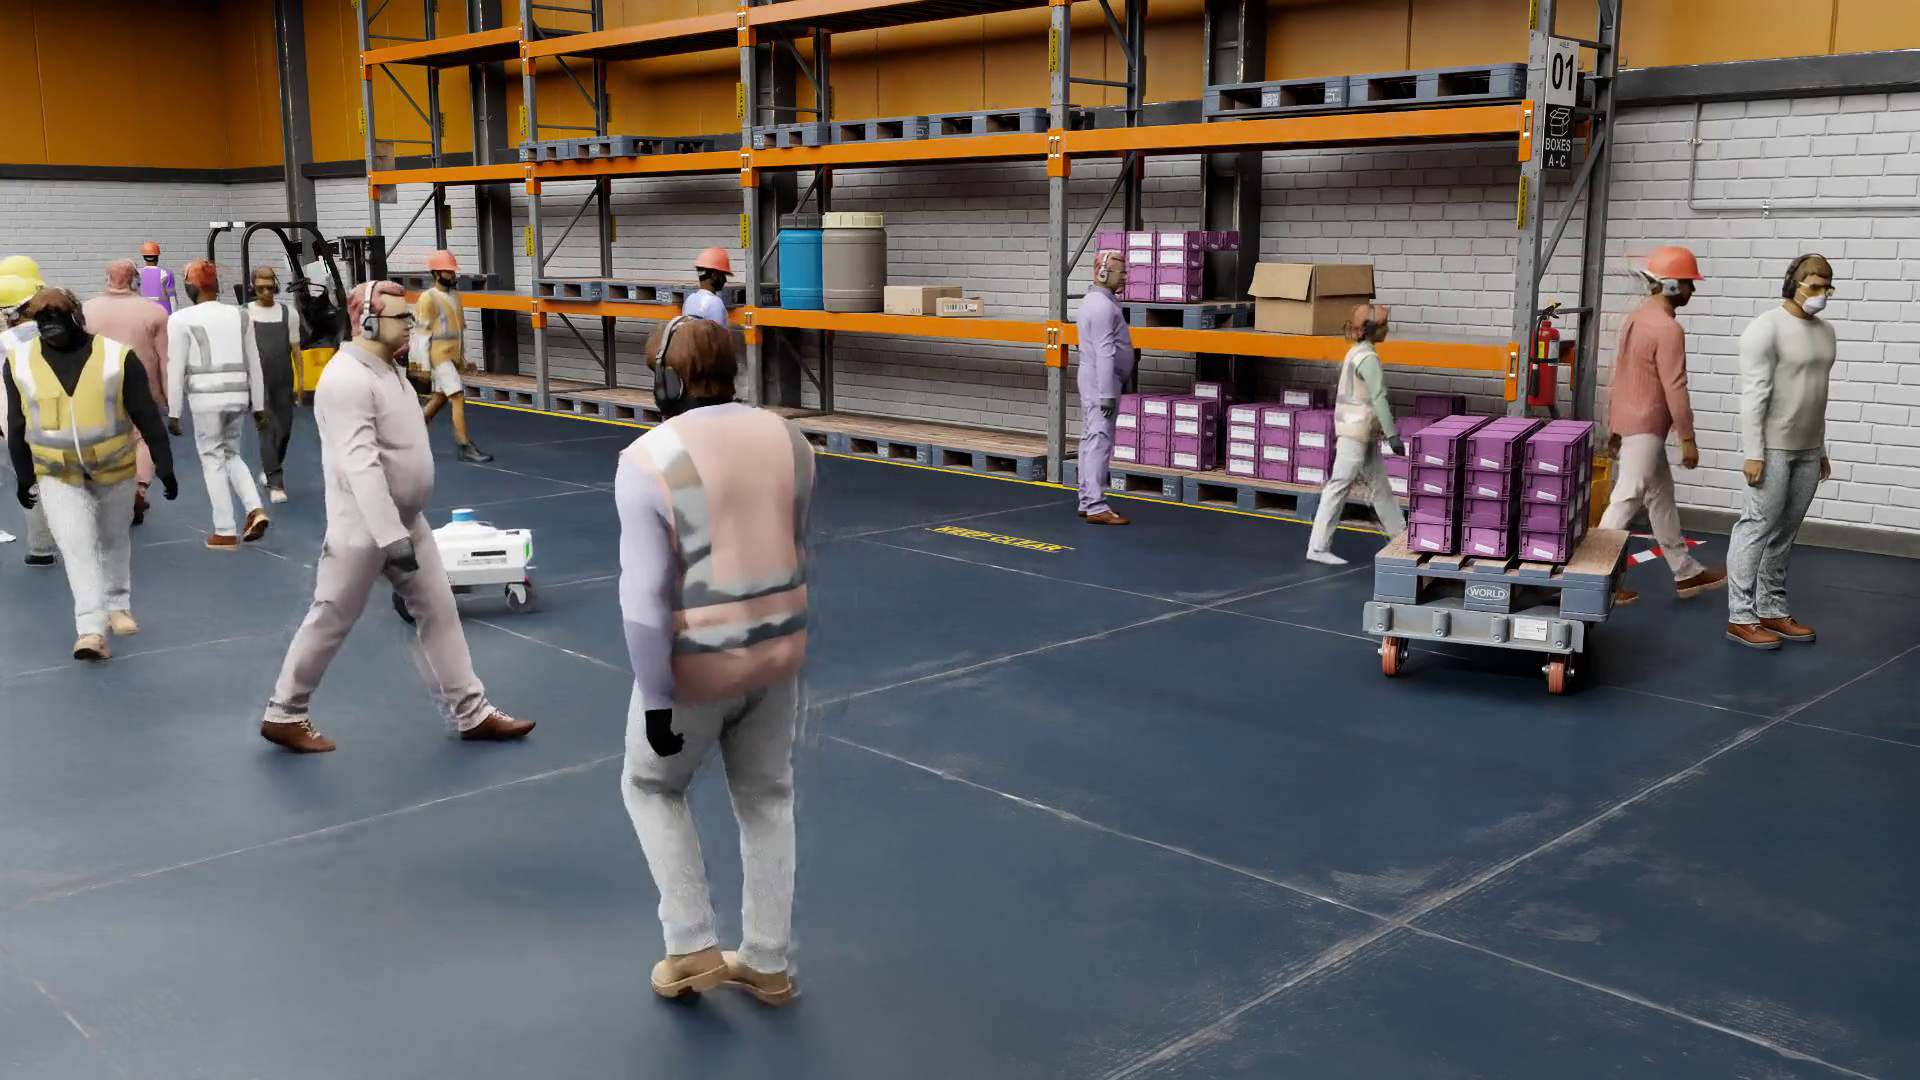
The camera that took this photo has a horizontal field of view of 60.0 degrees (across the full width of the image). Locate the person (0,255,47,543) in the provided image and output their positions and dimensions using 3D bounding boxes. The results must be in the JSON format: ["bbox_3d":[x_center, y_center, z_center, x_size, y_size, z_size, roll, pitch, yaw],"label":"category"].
[{"bbox_3d":[-6.142,-0.915,10.952,0.902,1.881,0.607,1,10,4],"label":"person"}]

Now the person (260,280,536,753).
[{"bbox_3d":[-2.279,-0.077,6.492,1.035,1.859,0.637,1,10,3],"label":"person"}]

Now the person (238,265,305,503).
[{"bbox_3d":[-5.353,-1.217,12.854,0.517,1.810,0.856,-7,12,-33],"label":"person"}]

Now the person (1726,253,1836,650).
[{"bbox_3d":[4.077,-0.437,8.221,0.627,1.934,0.370,-6,12,-31],"label":"person"}]

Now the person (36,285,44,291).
[{"bbox_3d":[-8.260,-1.515,14.911,0.529,1.638,0.310,-5,12,-26],"label":"person"}]

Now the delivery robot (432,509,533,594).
[{"bbox_3d":[-2.657,0.078,8.917,0.707,0.478,0.477,-3,11,-18],"label":"delivery robot"}]

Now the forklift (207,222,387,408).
[{"bbox_3d":[-8.169,-2.758,20.163,2.313,2.155,1.214,-10,14,-44],"label":"forklift"}]

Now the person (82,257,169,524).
[{"bbox_3d":[-5.923,-1.066,11.834,0.646,1.875,0.890,-2,11,-10],"label":"person"}]

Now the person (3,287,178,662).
[{"bbox_3d":[-4.218,-0.331,8.091,0.711,1.780,0.994,-4,11,-22],"label":"person"}]

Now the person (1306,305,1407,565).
[{"bbox_3d":[2.538,-0.622,10.143,0.848,1.598,0.514,2,11,10],"label":"person"}]

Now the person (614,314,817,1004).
[{"bbox_3d":[-0.646,0.330,4.356,0.630,1.822,0.490,-9,14,-42],"label":"person"}]

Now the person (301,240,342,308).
[{"bbox_3d":[-9.207,-3.363,24.083,0.603,1.966,0.368,1,10,4],"label":"person"}]

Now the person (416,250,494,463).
[{"bbox_3d":[-4.675,-1.644,14.912,0.970,1.904,0.539,3,11,14],"label":"person"}]

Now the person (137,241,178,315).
[{"bbox_3d":[-10.598,-2.957,21.940,0.546,1.942,0.352,-3,11,-14],"label":"person"}]

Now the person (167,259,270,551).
[{"bbox_3d":[-4.778,-0.860,10.698,0.411,1.866,0.588,6,12,30],"label":"person"}]

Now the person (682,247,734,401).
[{"bbox_3d":[-1.847,-1.213,12.455,0.372,1.933,0.542,-7,13,-34],"label":"person"}]

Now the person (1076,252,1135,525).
[{"bbox_3d":[1.028,-1.066,11.736,0.399,1.905,0.642,-1,10,-3],"label":"person"}]

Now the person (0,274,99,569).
[{"bbox_3d":[-5.405,-0.677,9.904,0.824,1.800,0.598,7,13,34],"label":"person"}]

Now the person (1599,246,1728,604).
[{"bbox_3d":[3.878,-0.606,9.074,0.918,1.950,0.643,1,10,5],"label":"person"}]
